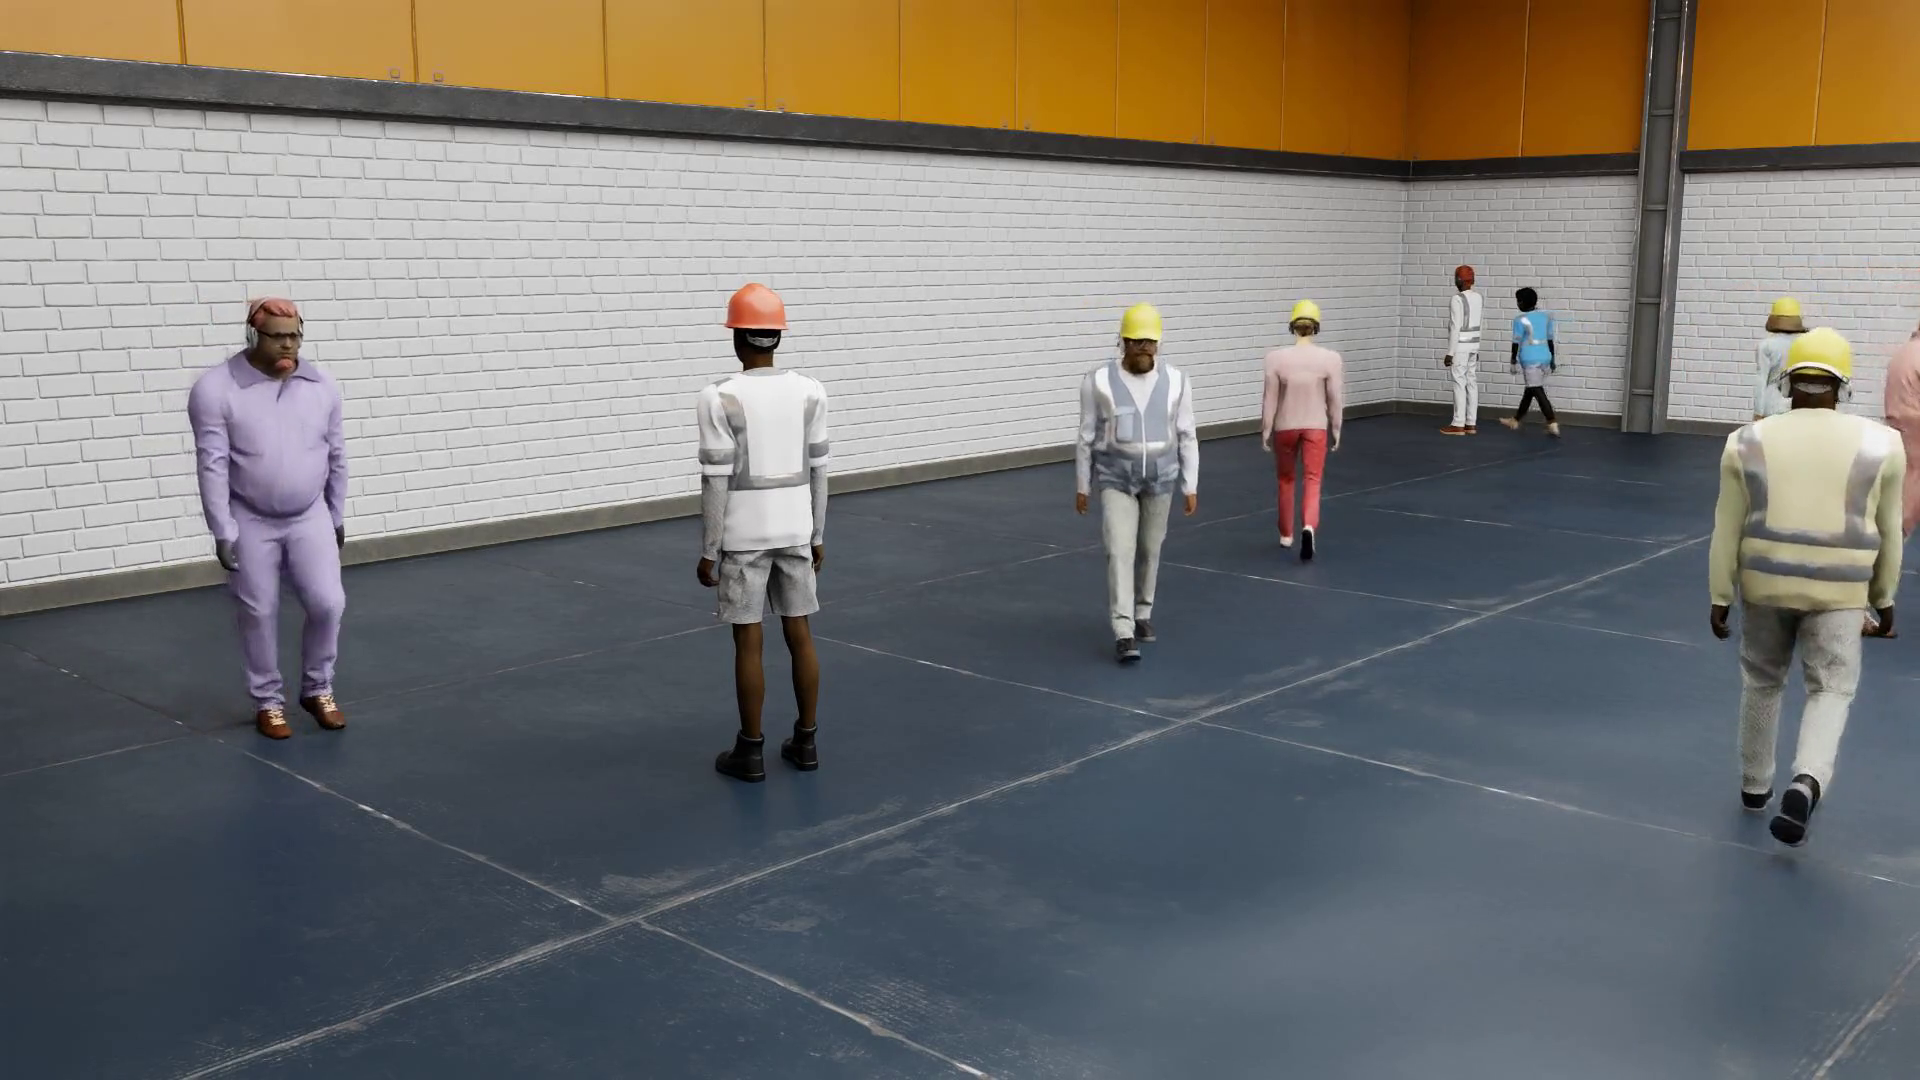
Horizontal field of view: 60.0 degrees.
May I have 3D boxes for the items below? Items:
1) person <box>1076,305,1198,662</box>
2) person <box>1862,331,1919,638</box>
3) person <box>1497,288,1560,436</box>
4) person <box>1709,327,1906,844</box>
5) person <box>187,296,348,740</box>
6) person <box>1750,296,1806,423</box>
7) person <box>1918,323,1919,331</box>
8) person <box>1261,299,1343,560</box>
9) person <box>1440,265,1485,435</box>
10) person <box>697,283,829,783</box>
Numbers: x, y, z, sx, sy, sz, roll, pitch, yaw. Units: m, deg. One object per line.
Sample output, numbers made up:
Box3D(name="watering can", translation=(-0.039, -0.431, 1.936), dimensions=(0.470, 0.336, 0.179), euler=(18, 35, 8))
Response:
Box3D(name="person", translation=(0.922, -0.299, 8.517), dimensions=(0.616, 1.789, 0.847), euler=(-1, 10, -6))
Box3D(name="person", translation=(5.185, -0.378, 8.750), dimensions=(1.008, 1.853, 0.651), euler=(4, 11, 20))
Box3D(name="person", translation=(6.372, -1.980, 18.491), dimensions=(0.578, 1.629, 0.894), euler=(-6, 11, -29))
Box3D(name="person", translation=(2.927, 0.168, 5.800), dimensions=(0.609, 1.806, 0.727), euler=(6, 12, 31))
Box3D(name="person", translation=(-2.870, -0.077, 7.002), dimensions=(0.652, 1.882, 0.506), euler=(-8, 13, -39))
Box3D(name="person", translation=(6.411, -1.036, 12.927), dimensions=(0.494, 1.707, 0.836), euler=(-1, 10, -4))
Box3D(name="person", translation=(7.582, -1.165, 12.948), dimensions=(0.623, 1.963, 0.920), euler=(-7, 12, -36))
Box3D(name="person", translation=(2.306, -0.751, 11.242), dimensions=(0.532, 1.742, 0.790), euler=(2, 10, 13))
Box3D(name="person", translation=(5.609, -2.110, 18.542), dimensions=(0.583, 1.881, 0.338), euler=(-9, 13, -41))
Box3D(name="person", translation=(-0.777, -0.023, 6.500), dimensions=(0.543, 1.939, 0.360), euler=(-6, 12, -32))
